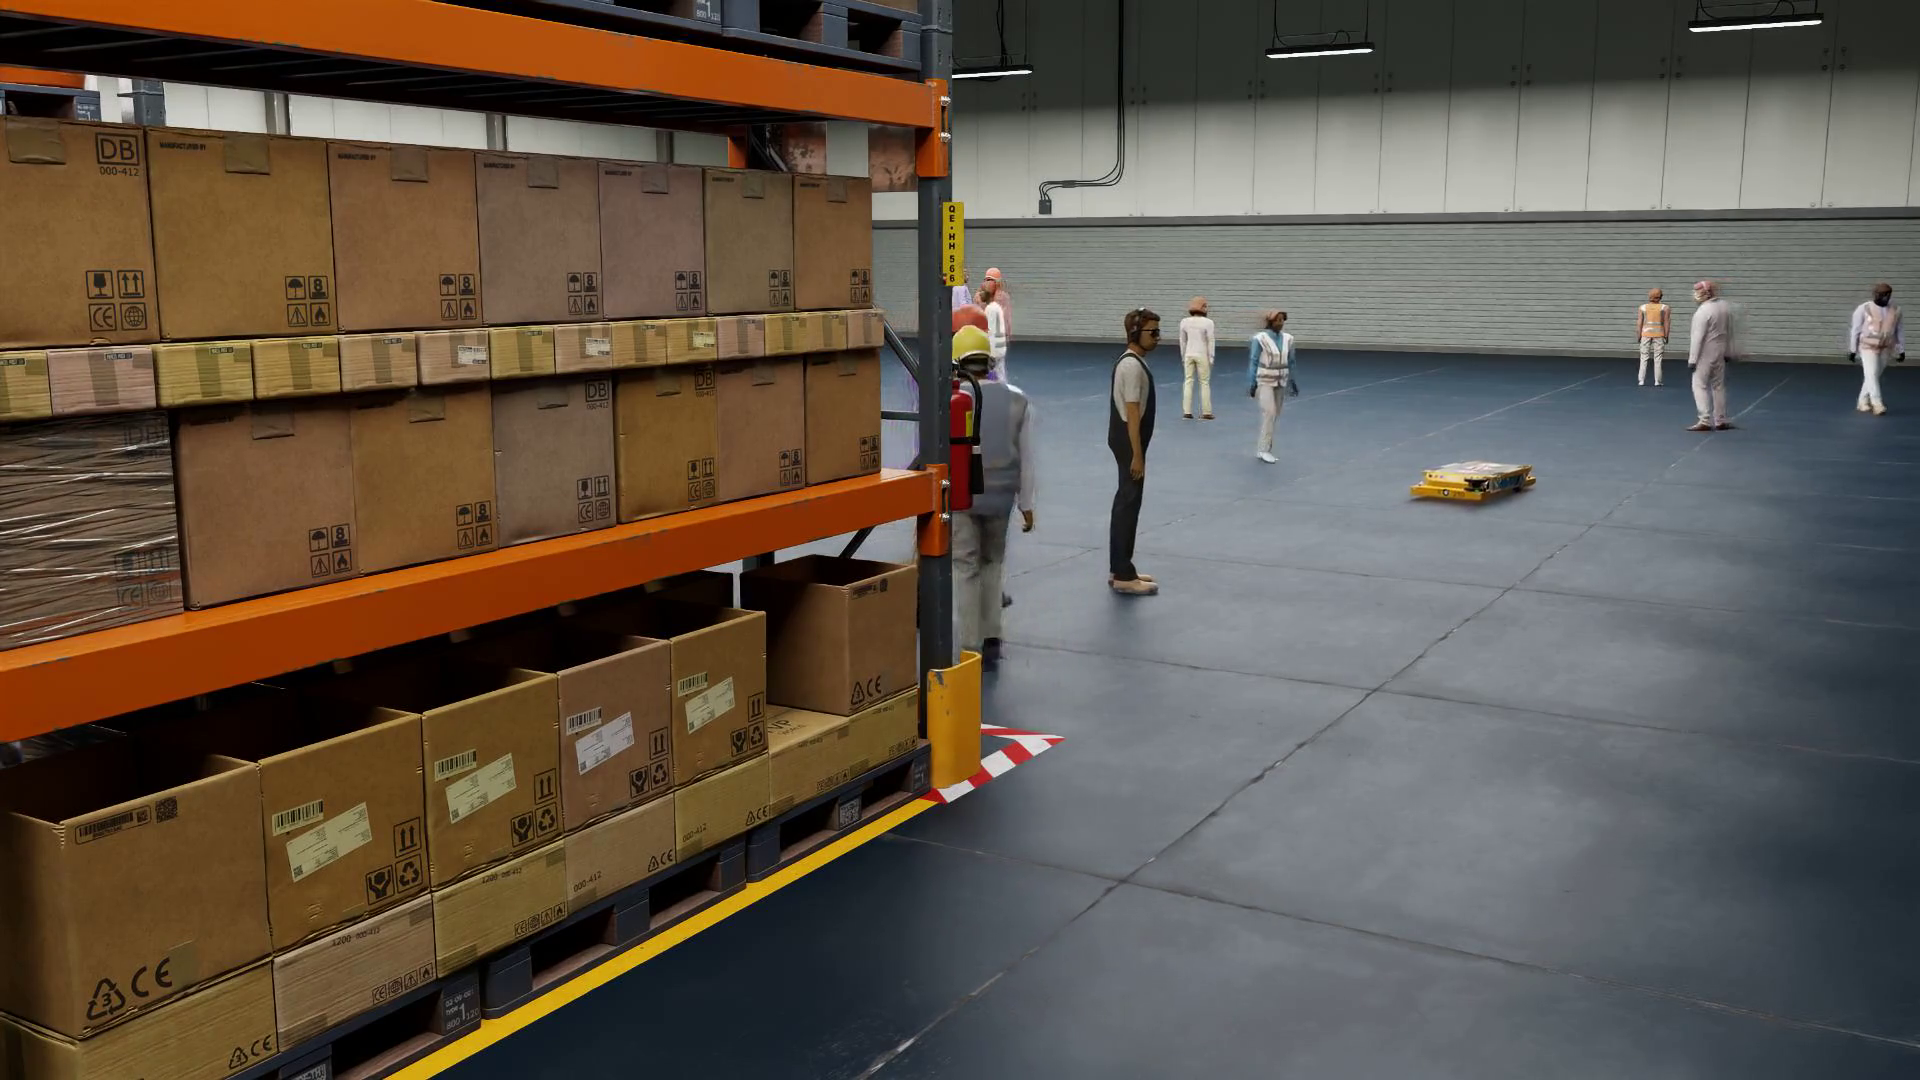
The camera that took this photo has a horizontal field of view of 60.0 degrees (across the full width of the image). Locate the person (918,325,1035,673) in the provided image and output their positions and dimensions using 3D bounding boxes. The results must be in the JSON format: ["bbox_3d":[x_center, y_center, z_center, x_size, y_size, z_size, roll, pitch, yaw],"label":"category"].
[{"bbox_3d":[0.059,-0.213,8.739,0.624,1.814,0.514,-3,10,-18],"label":"person"}]

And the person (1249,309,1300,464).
[{"bbox_3d":[3.331,-1.617,17.528,0.518,1.619,0.567,-6,11,-30],"label":"person"}]

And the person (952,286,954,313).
[{"bbox_3d":[-0.236,-4.935,36.967,0.504,1.609,0.736,4,11,24],"label":"person"}]

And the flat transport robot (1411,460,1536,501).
[{"bbox_3d":[4.740,-0.560,15.289,0.652,0.197,1.431,7,12,37],"label":"flat transport robot"}]

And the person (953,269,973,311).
[{"bbox_3d":[0.064,-4.631,34.347,0.408,1.908,0.646,-2,10,-9],"label":"person"}]

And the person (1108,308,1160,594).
[{"bbox_3d":[1.129,-0.578,10.803,0.332,1.842,0.508,0,10,2],"label":"person"}]

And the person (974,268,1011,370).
[{"bbox_3d":[0.507,-3.196,25.686,0.610,1.996,0.379,4,10,21],"label":"person"}]

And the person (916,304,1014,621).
[{"bbox_3d":[-0.031,-0.456,9.958,0.548,1.904,0.947,6,11,31],"label":"person"}]

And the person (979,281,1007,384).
[{"bbox_3d":[0.283,-2.405,21.478,0.889,1.846,0.601,3,10,15],"label":"person"}]

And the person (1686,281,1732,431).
[{"bbox_3d":[9.375,-2.295,20.795,0.801,1.874,0.409,-7,12,-36],"label":"person"}]

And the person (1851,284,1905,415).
[{"bbox_3d":[12.709,-2.636,23.014,0.647,1.790,0.984,0,10,1],"label":"person"}]

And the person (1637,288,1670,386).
[{"bbox_3d":[11.612,-3.392,27.869,0.515,1.641,0.309,5,11,29],"label":"person"}]

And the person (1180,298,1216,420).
[{"bbox_3d":[3.181,-2.405,22.197,0.510,1.626,0.428,6,12,33],"label":"person"}]

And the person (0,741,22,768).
[{"bbox_3d":[-3.691,0.255,5.930,0.527,1.845,0.796,5,11,27],"label":"person"}]
